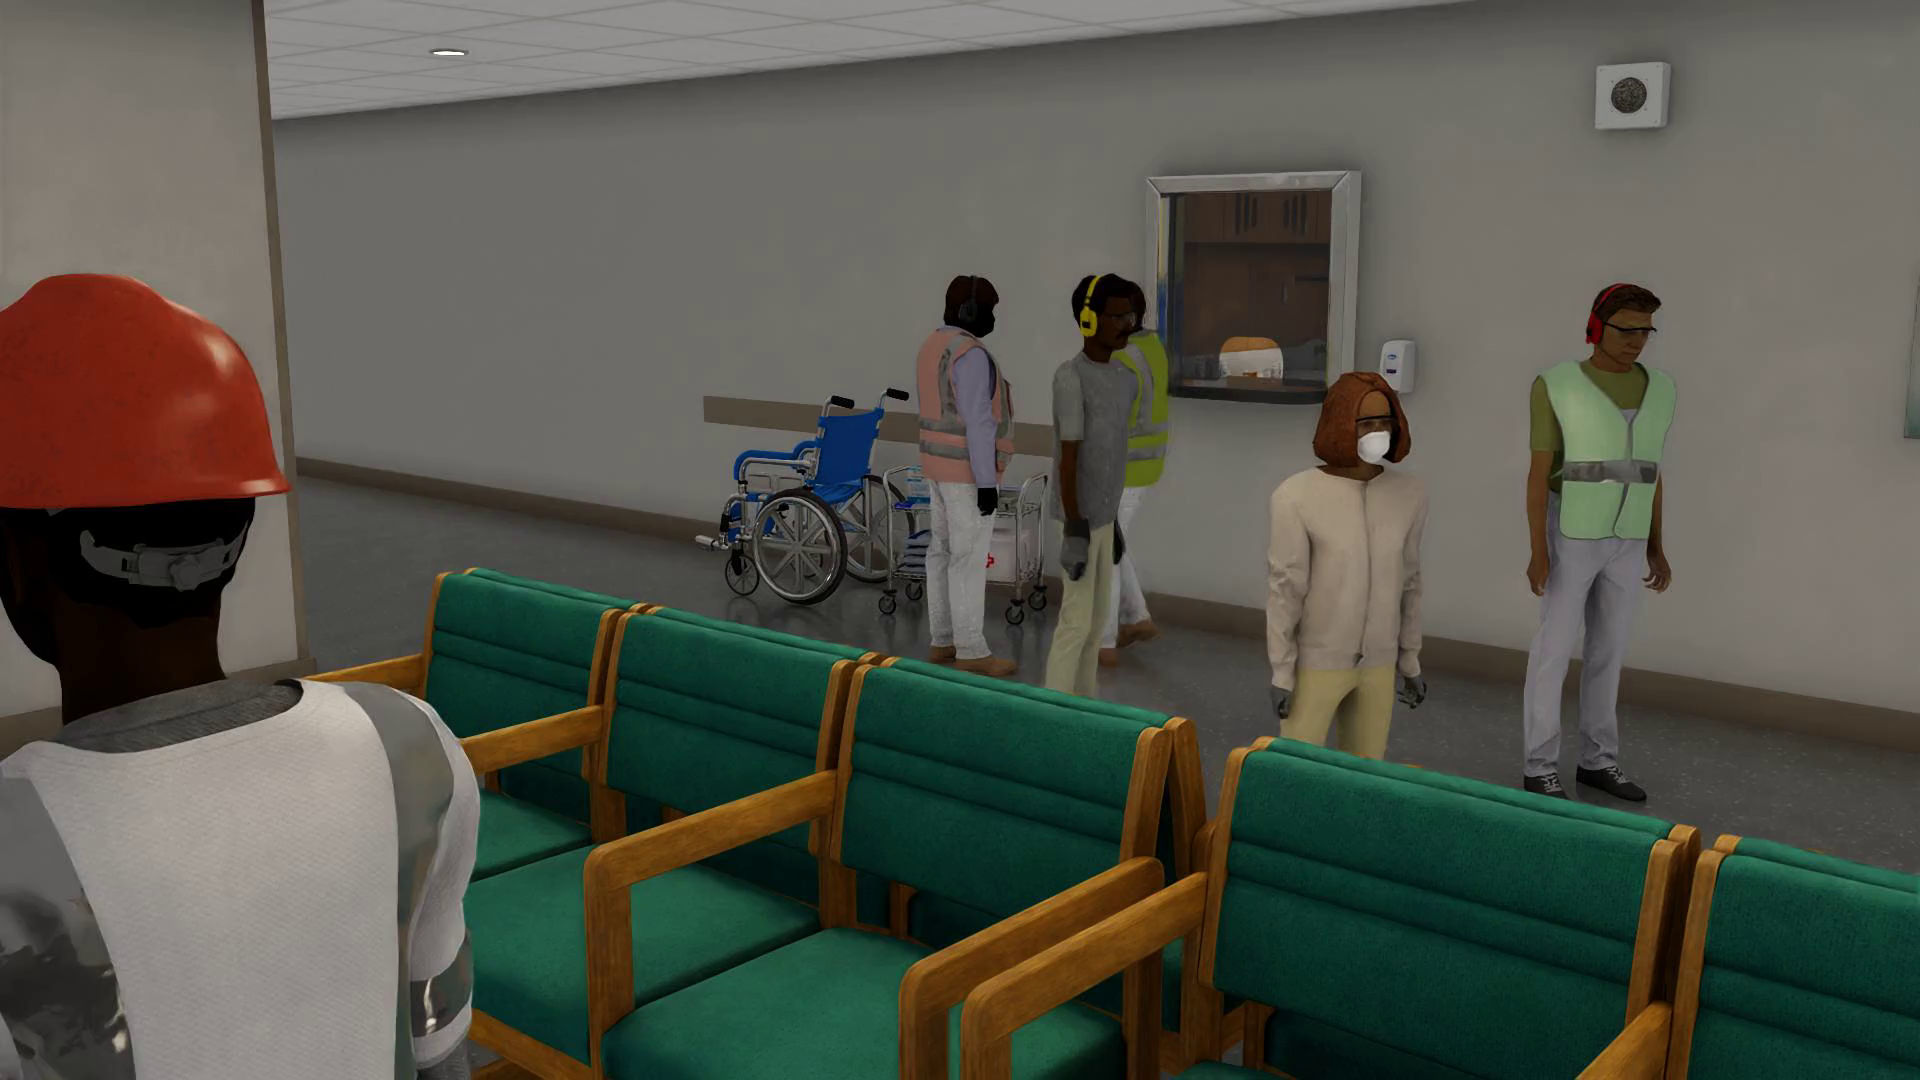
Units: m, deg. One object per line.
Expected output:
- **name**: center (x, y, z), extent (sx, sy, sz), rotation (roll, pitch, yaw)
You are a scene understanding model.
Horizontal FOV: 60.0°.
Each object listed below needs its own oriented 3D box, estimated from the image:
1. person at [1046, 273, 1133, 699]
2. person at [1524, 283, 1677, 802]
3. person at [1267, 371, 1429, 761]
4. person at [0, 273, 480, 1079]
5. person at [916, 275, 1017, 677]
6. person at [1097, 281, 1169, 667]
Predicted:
- **person**: center (0.500, -0.060, 6.253), extent (0.307, 1.868, 0.532), rotation (4, 11, 22)
- **person**: center (2.240, 0.021, 5.874), extent (0.564, 1.838, 0.388), rotation (-3, 10, -17)
- **person**: center (1.057, 0.355, 4.554), extent (0.501, 1.633, 0.285), rotation (-4, 11, -22)
- **person**: center (-0.658, 0.751, 1.430), extent (0.357, 1.936, 0.551), rotation (6, 11, 29)
- **person**: center (0.033, -0.292, 7.669), extent (0.429, 1.837, 0.621), rotation (-4, 11, -22)
- **person**: center (0.732, -0.300, 7.773), extent (0.447, 1.811, 0.652), rotation (4, 11, 22)
